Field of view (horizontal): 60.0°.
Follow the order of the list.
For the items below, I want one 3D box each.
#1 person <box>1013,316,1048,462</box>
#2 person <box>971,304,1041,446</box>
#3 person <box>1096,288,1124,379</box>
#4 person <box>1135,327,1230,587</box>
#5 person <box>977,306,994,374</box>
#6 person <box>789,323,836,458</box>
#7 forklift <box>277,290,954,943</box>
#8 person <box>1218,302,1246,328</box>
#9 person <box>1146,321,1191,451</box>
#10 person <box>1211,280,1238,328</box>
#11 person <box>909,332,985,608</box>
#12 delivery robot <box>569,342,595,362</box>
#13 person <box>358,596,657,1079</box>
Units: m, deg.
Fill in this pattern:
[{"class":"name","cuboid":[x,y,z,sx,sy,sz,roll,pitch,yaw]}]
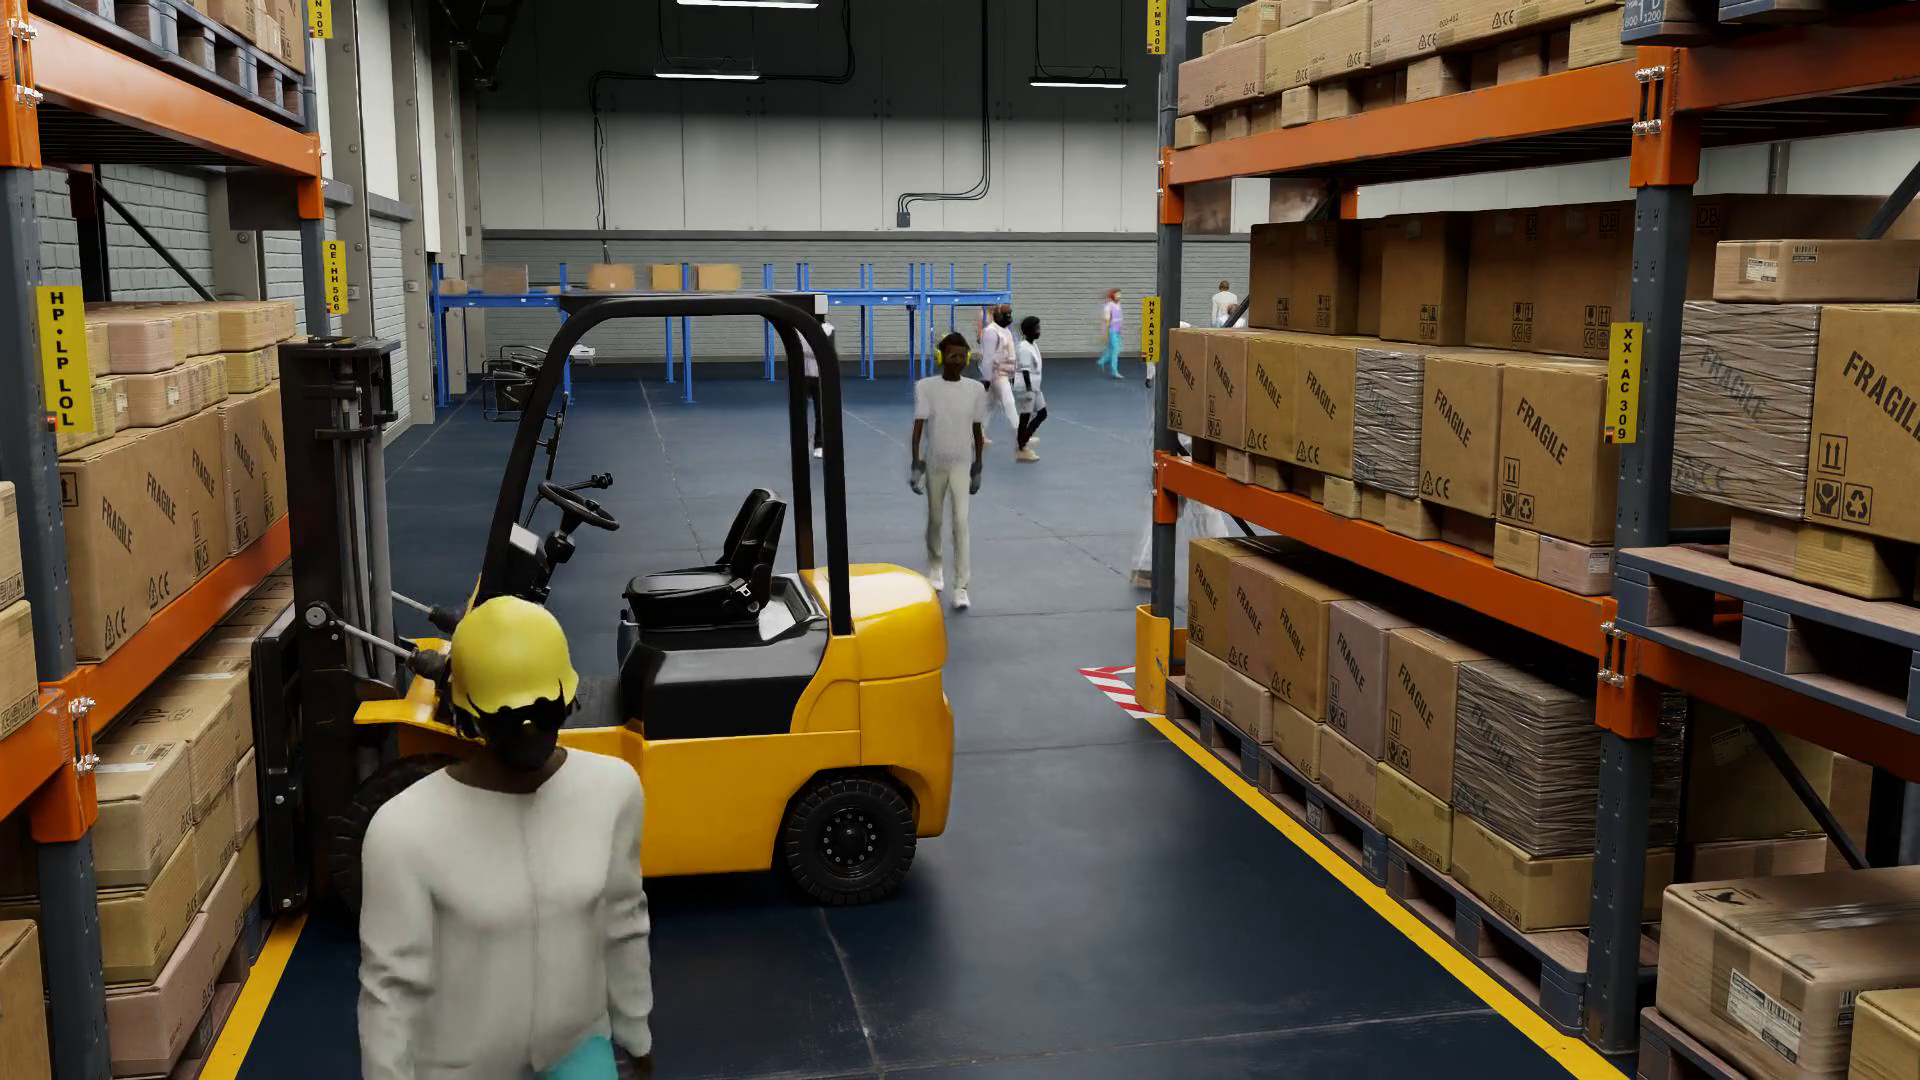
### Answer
[{"class":"person","cuboid":[0.815,-1.746,19.249,0.373,1.683,0.556,3,10,15]},{"class":"person","cuboid":[0.539,-2.053,20.824,0.952,1.791,0.649,3,10,17]},{"class":"person","cuboid":[3.064,-4.194,33.731,0.581,1.834,0.576,5,11,29]},{"class":"person","cuboid":[1.666,-0.549,11.523,0.975,1.834,0.597,3,10,17]},{"class":"person","cuboid":[0.555,-4.252,34.785,0.509,1.604,0.828,-8,12,-39]},{"class":"person","cuboid":[-1.748,-1.875,19.468,0.616,1.875,0.949,1,9,6]},{"class":"forklift","cuboid":[-1.179,0.175,6.143,2.313,2.155,1.214,-2,10,-12]},{"class":"person","cuboid":[4.838,-3.390,29.453,0.545,1.617,0.524,-2,10,-12]},{"class":"person","cuboid":[2.559,-2.035,20.431,0.572,1.883,0.356,-2,10,-12]},{"class":"person","cuboid":[6.193,-5.119,39.061,0.628,1.940,0.373,-2,10,-12]},{"class":"person","cuboid":[-0.094,-0.510,11.332,0.527,1.828,0.960,-1,9,-5]},{"class":"delivery robot","cuboid":[-8.711,-4.290,38.060,0.707,0.478,0.477,-2,10,-12]},{"class":"person","cuboid":[-0.827,0.908,2.998,0.565,1.716,0.882,-7,12,-37]}]
